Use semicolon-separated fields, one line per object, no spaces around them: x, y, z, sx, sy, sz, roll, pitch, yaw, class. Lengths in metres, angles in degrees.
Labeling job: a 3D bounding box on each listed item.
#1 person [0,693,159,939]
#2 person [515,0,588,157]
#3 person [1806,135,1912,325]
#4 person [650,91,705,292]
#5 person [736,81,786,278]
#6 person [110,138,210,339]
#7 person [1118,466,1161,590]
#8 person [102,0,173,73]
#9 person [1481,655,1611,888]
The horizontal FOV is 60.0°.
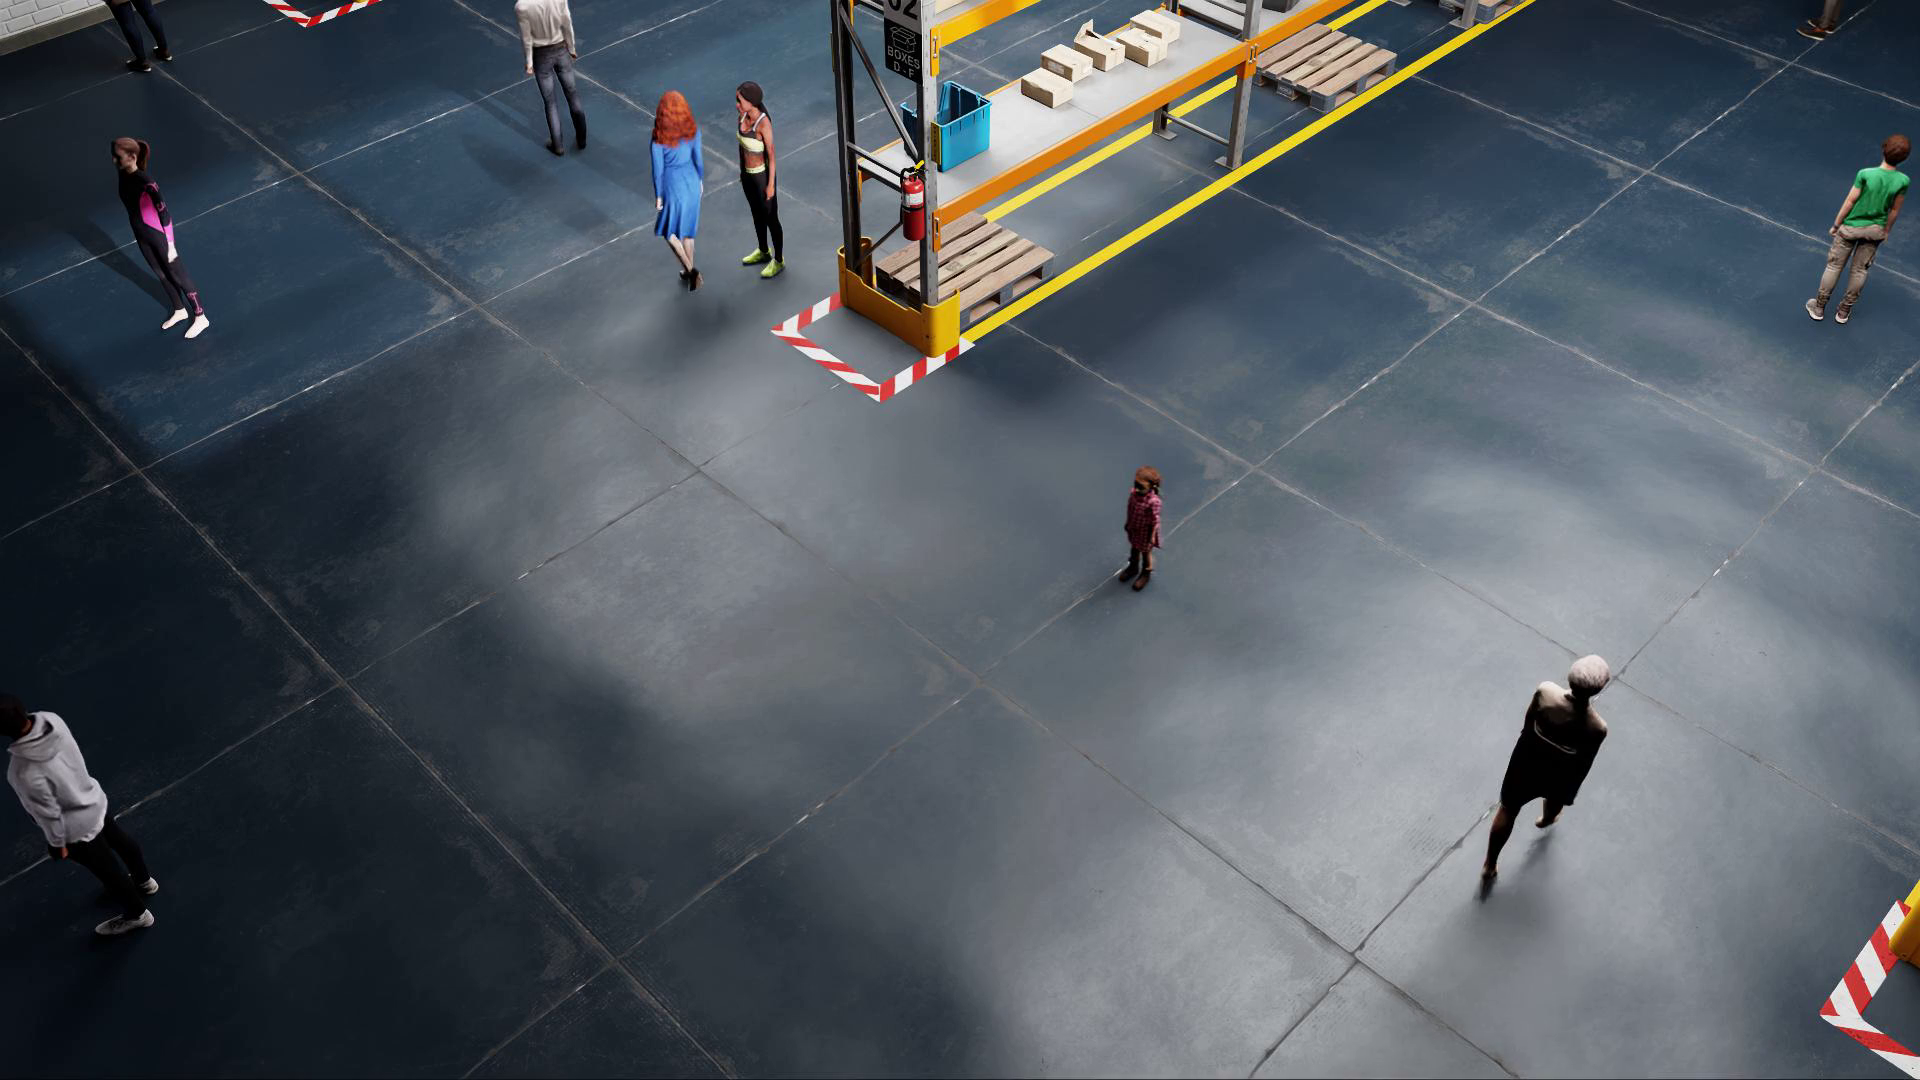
-4.821;1.470;9.077;0.787;1.927;0.770;-8;44;-8;person
-3.765;-4.450;15.334;0.562;1.869;0.763;-22;48;-22;person
7.299;-2.510;13.456;0.674;1.651;0.683;10;45;11;person
-2.249;-2.794;13.639;0.769;1.809;0.771;-30;51;-28;person
-1.675;-3.038;13.935;0.513;1.754;0.574;-31;52;-29;person
-6.431;-2.429;13.296;0.622;1.754;0.655;21;47;20;person
1.249;-0.108;11.391;0.454;1.021;0.432;-30;51;-28;person
-8.344;-5.606;16.542;0.812;1.877;0.686;22;48;21;person
3.248;1.330;9.383;0.662;1.709;1.062;33;53;30;person
